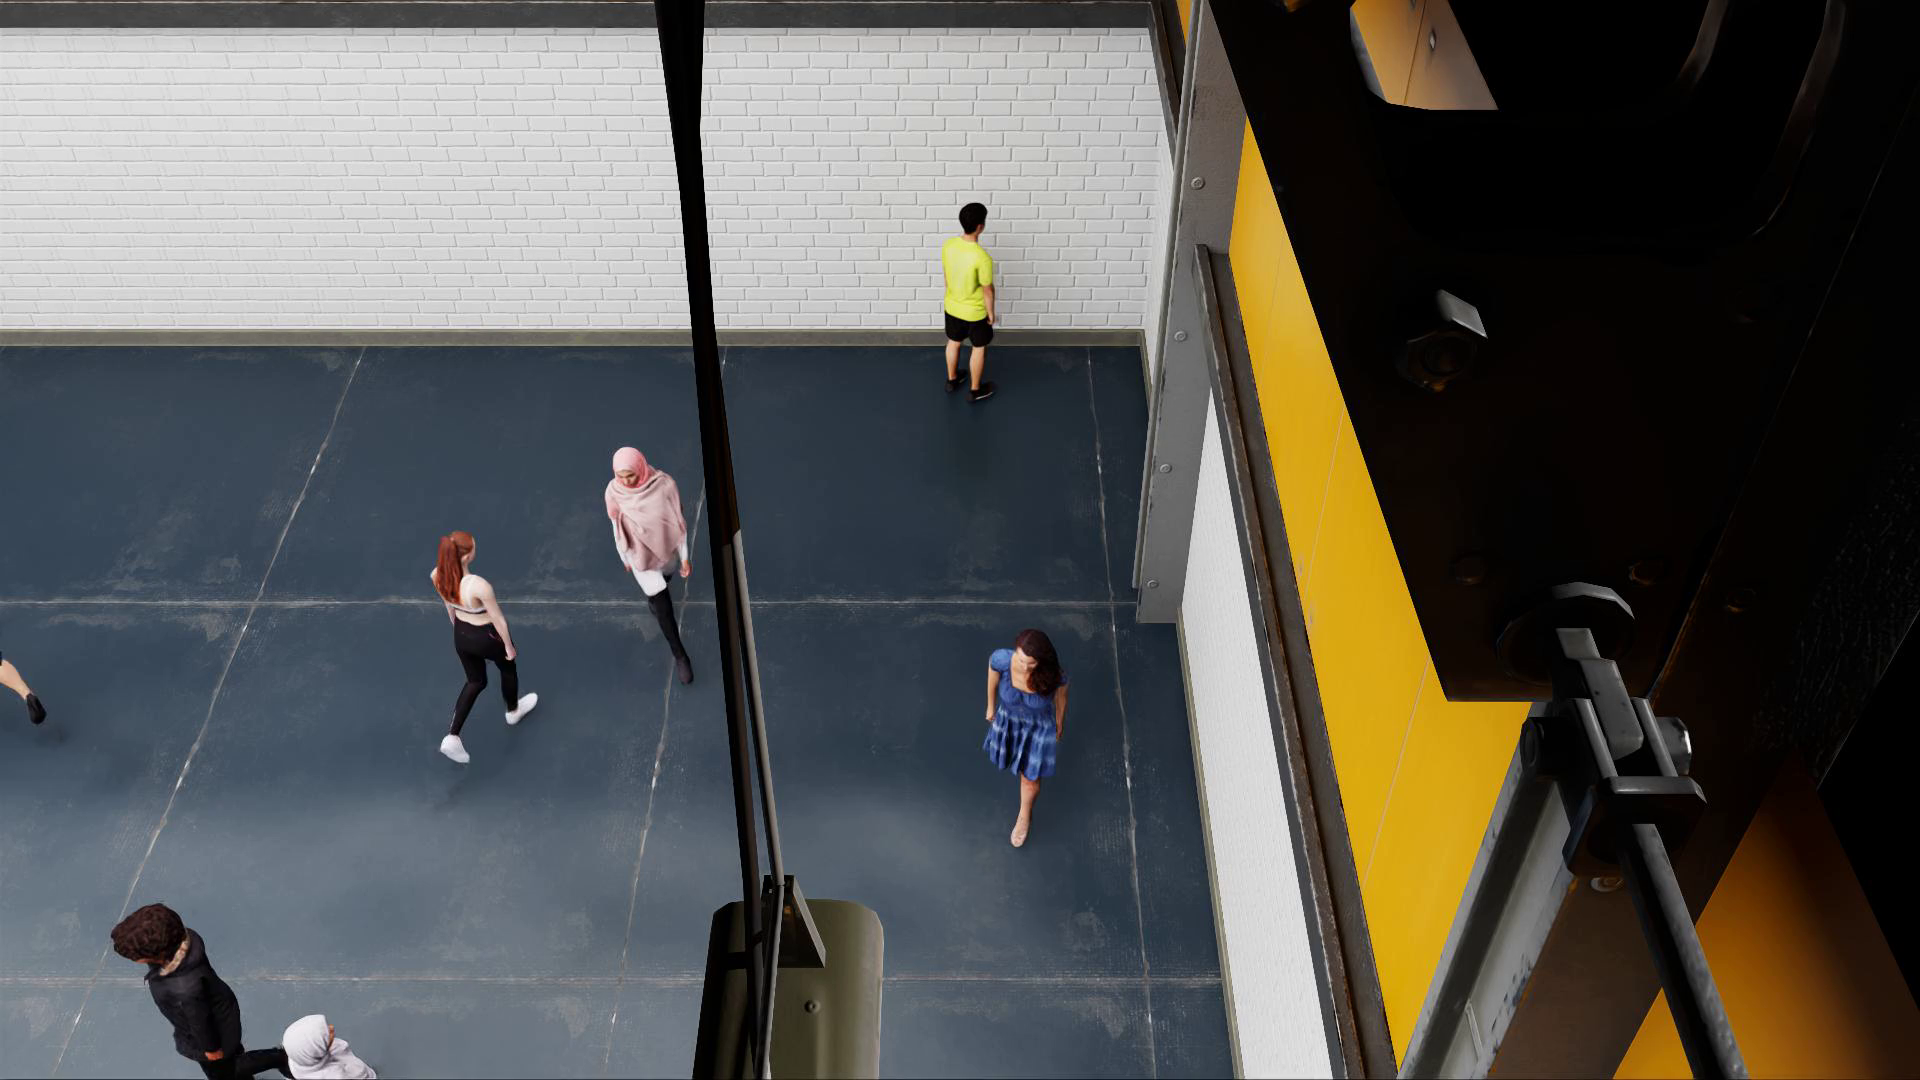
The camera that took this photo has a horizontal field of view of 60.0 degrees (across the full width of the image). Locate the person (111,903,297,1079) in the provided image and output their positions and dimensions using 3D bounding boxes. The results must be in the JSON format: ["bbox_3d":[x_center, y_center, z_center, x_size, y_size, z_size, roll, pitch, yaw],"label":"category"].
[{"bbox_3d":[-3.708,2.361,8.364,0.950,1.753,0.933,-23,48,-22],"label":"person"}]

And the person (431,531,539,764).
[{"bbox_3d":[-2.992,0.677,10.152,0.881,1.725,1.119,19,47,19],"label":"person"}]

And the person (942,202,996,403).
[{"bbox_3d":[0.054,-1.814,12.781,0.695,1.705,0.720,27,50,25],"label":"person"}]

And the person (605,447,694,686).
[{"bbox_3d":[-1.996,0.034,10.804,0.943,1.756,1.274,-17,46,-17],"label":"person"}]

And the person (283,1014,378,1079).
[{"bbox_3d":[-2.894,2.776,7.912,0.684,1.776,0.728,31,52,28],"label":"person"}]

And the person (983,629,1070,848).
[{"bbox_3d":[0.397,1.054,9.717,0.826,1.778,1.002,11,45,11],"label":"person"}]
